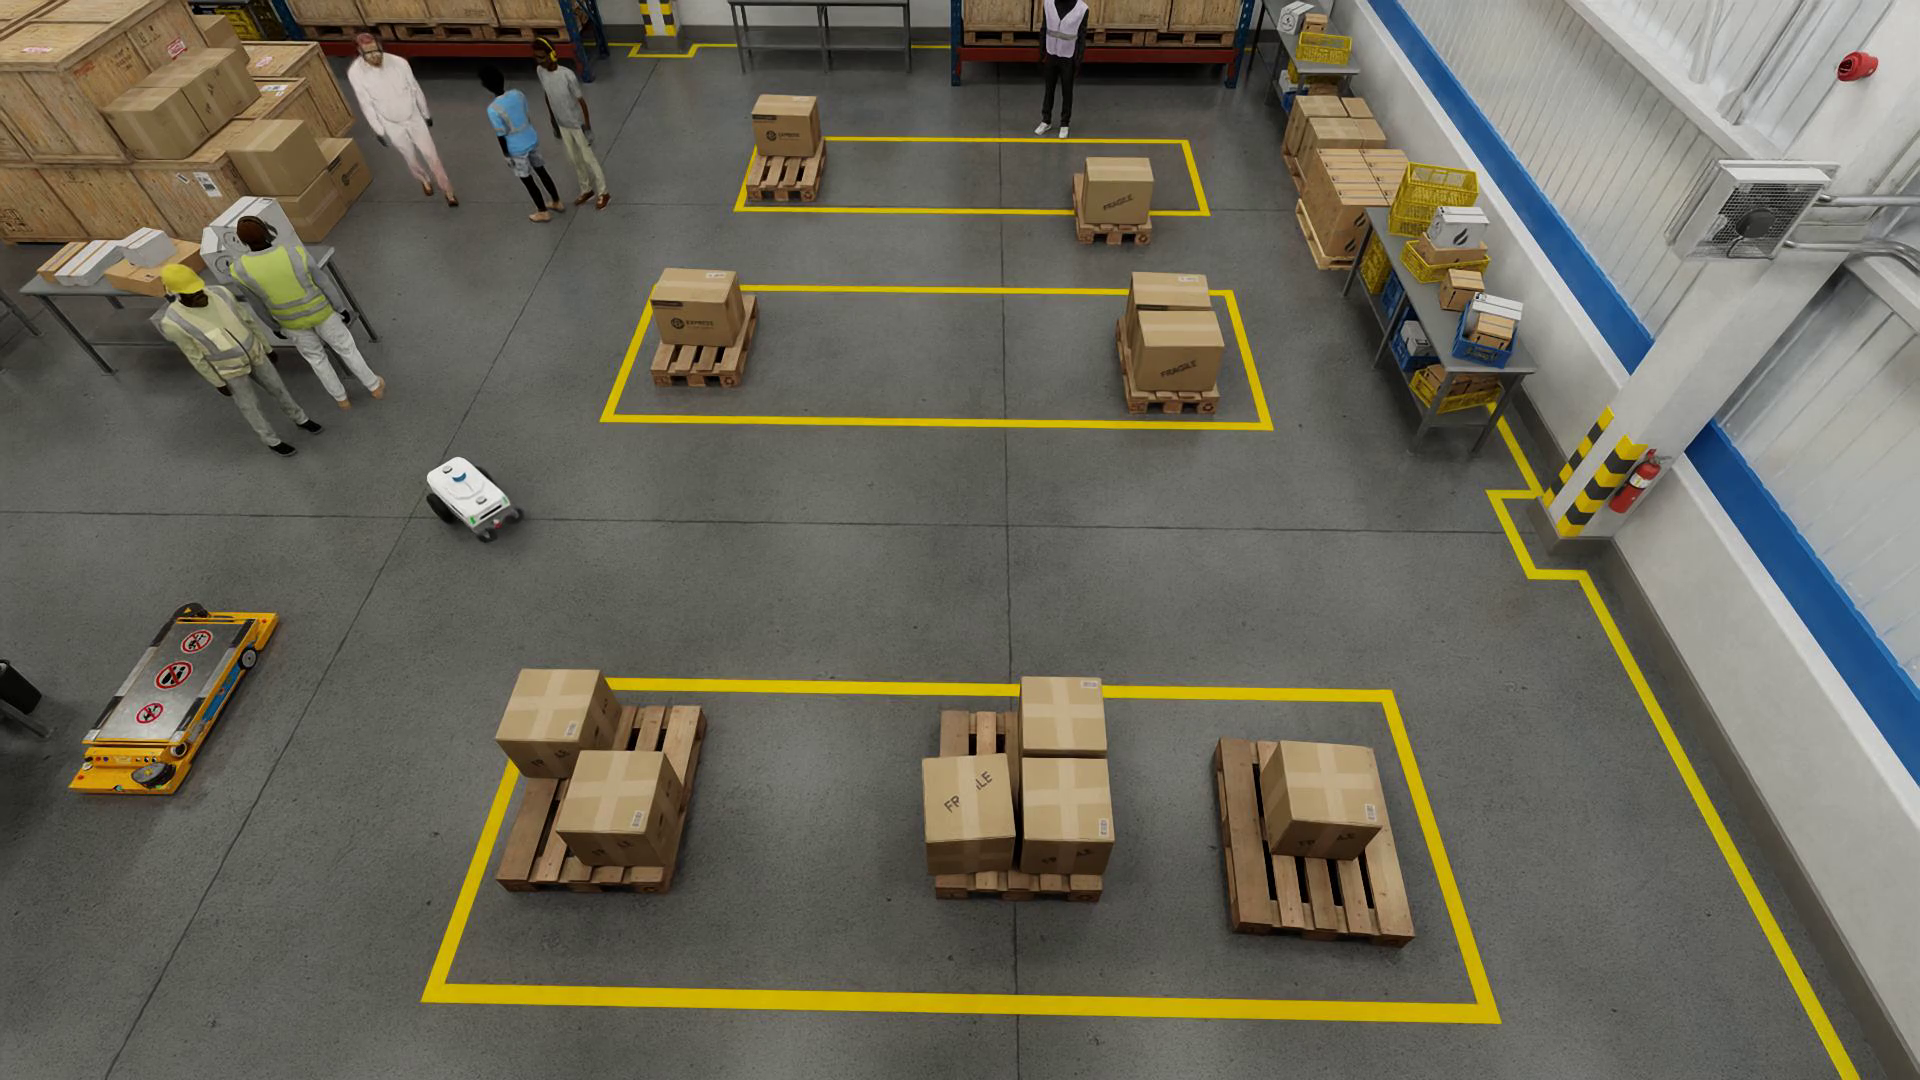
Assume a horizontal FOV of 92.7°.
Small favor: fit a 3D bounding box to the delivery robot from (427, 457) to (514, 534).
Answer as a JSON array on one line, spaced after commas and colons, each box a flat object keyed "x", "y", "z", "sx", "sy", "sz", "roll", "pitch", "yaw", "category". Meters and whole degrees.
[{"x": -3.973, "y": -0.375, "z": 7.423, "sx": 0.707, "sy": 0.478, "sz": 0.477, "roll": 34, "pitch": 58, "yaw": 25, "category": "delivery robot"}]

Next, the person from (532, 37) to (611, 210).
[{"x": -4.341, "y": -4.616, "z": 10.218, "sx": 0.533, "sy": 1.864, "sz": 0.310, "roll": 15, "pitch": 51, "yaw": 13, "category": "person"}]

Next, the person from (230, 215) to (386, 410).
[{"x": -5.690, "y": -1.957, "z": 7.983, "sx": 0.630, "sy": 1.842, "sz": 0.428, "roll": -23, "pitch": 54, "yaw": -19, "category": "person"}]

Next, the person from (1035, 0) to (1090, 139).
[{"x": 1.254, "y": -6.000, "z": 11.354, "sx": 0.591, "sy": 1.919, "sz": 0.390, "roll": 19, "pitch": 52, "yaw": 15, "category": "person"}]

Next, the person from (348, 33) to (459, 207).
[{"x": -6.236, "y": -4.651, "z": 10.253, "sx": 0.651, "sy": 1.855, "sz": 0.966, "roll": -22, "pitch": 53, "yaw": -18, "category": "person"}]

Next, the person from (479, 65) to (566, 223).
[{"x": -4.836, "y": -4.340, "z": 10.100, "sx": 0.325, "sy": 1.686, "sz": 0.543, "roll": 18, "pitch": 52, "yaw": 15, "category": "person"}]

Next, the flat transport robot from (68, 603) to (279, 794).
[{"x": -5.504, "y": 1.072, "z": 6.442, "sx": 0.652, "sy": 0.197, "sz": 1.431, "roll": 1, "pitch": 50, "yaw": 1, "category": "flat transport robot"}]

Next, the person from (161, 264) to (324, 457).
[{"x": -5.978, "y": -1.485, "z": 7.599, "sx": 0.403, "sy": 1.822, "sz": 0.591, "roll": 17, "pitch": 52, "yaw": 14, "category": "person"}]
